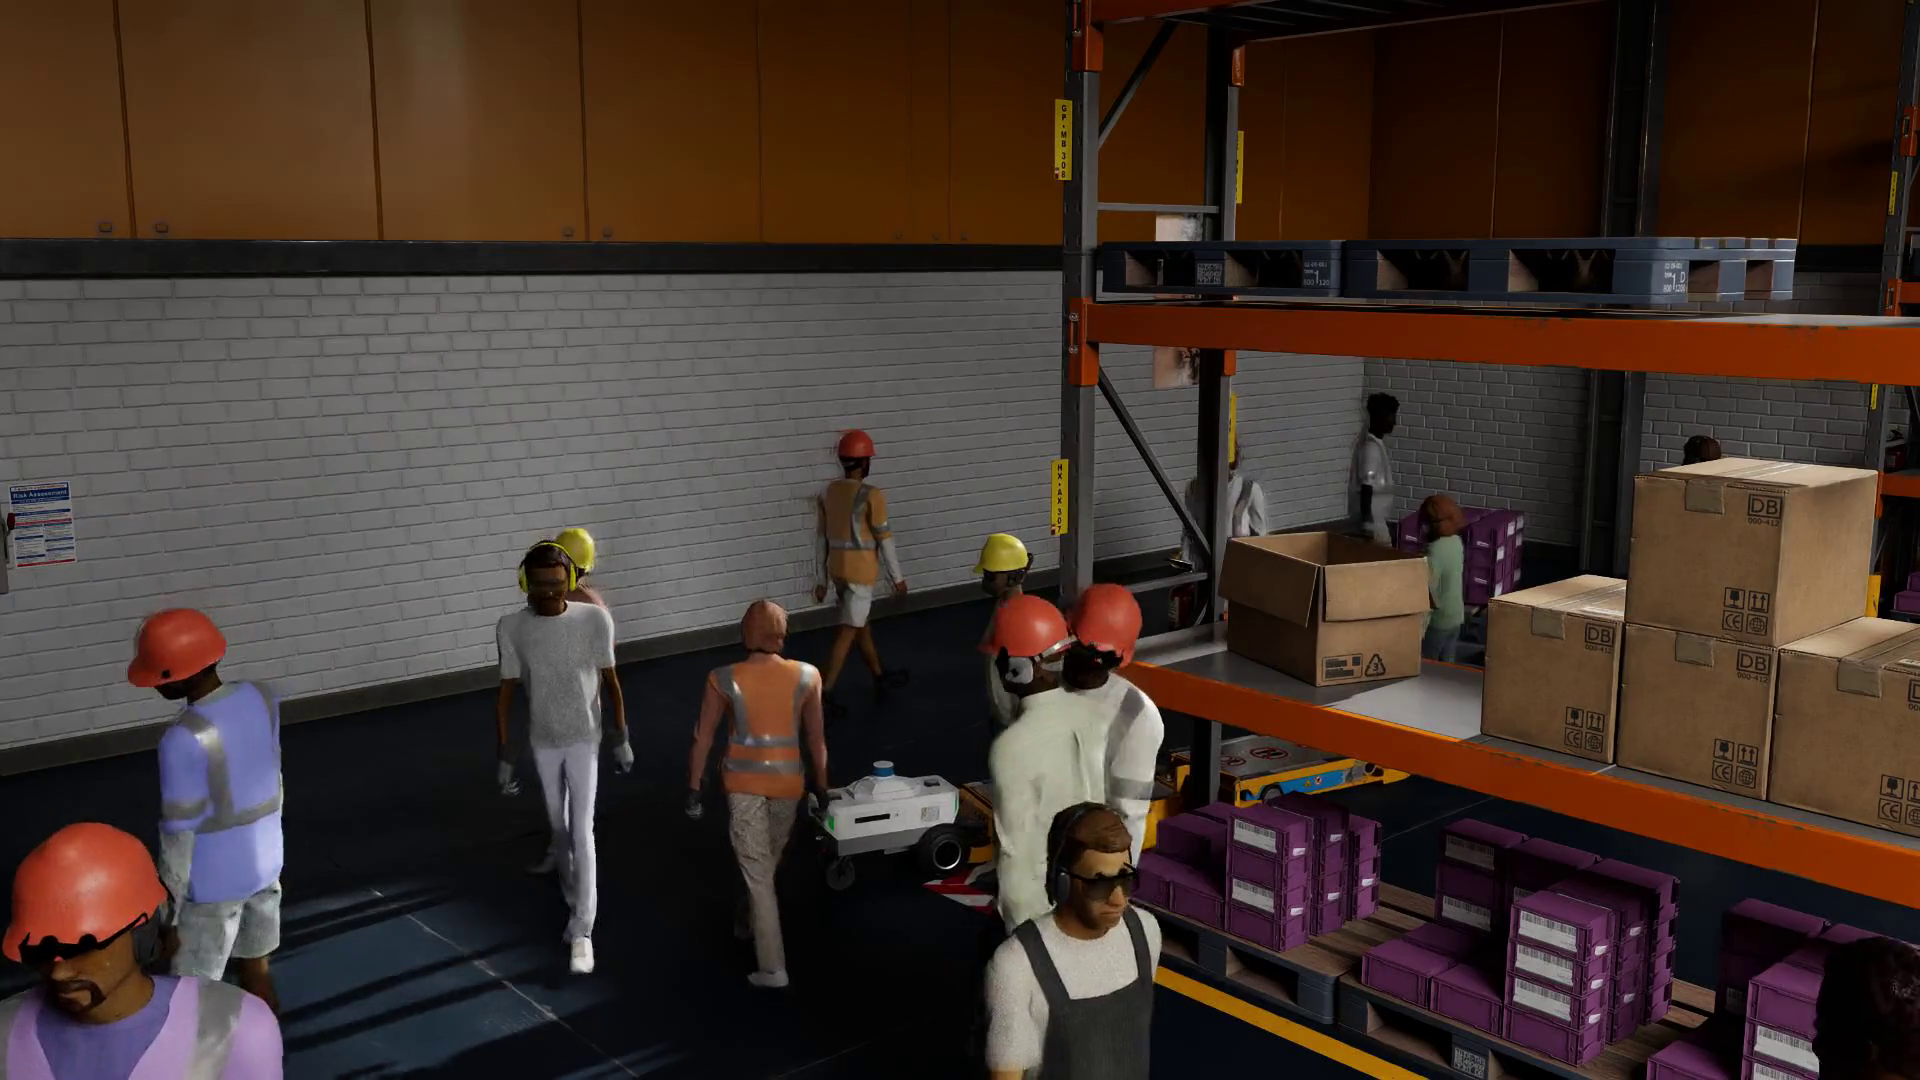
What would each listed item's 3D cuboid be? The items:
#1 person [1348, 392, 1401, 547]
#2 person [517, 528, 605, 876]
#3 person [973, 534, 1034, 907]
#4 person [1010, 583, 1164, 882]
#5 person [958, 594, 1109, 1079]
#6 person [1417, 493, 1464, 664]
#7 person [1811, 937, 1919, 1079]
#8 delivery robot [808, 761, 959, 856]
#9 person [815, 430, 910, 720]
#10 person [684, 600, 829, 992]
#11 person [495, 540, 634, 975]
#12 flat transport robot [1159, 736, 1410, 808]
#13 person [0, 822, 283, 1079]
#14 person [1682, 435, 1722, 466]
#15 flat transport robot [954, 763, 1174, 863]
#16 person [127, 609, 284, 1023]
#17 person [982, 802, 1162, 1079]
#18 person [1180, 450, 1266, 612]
[{"bbox_3d":[3.315,-0.205,13.319,0.408,1.953,0.645,3,10,15],"label":"person"},{"bbox_3d":[-1.977,0.788,8.173,0.551,1.719,0.387,8,12,38],"label":"person"},{"bbox_3d":[0.225,0.839,7.805,0.343,1.759,0.533,-2,10,-10],"label":"person"},{"bbox_3d":[0.359,1.089,5.685,0.706,1.975,0.594,7,12,34],"label":"person"},{"bbox_3d":[0.186,1.136,5.427,0.834,1.959,0.625,8,13,41],"label":"person"},{"bbox_3d":[2.902,0.514,10.081,0.295,1.625,0.620,7,12,36],"label":"person"},{"bbox_3d":[1.695,1.632,2.858,0.606,1.873,0.929,-6,11,-30],"label":"person"},{"bbox_3d":[-0.377,1.329,8.166,0.707,0.478,0.477,-4,11,-24],"label":"delivery robot"},{"bbox_3d":[-0.668,0.217,11.083,0.552,1.885,1.008,9,13,44],"label":"person"},{"bbox_3d":[-0.863,1.048,7.056,0.570,1.584,0.842,-4,10,-22],"label":"person"},{"bbox_3d":[-1.714,0.916,7.109,0.547,1.835,0.802,0,10,-3],"label":"person"},{"bbox_3d":[1.816,1.293,9.484,1.431,0.197,0.652,-6,11,-30],"label":"flat transport robot"},{"bbox_3d":[-1.637,1.507,3.227,0.624,1.985,1.024,0,10,-1],"label":"person"},{"bbox_3d":[4.942,0.218,11.186,0.624,1.845,0.430,-7,12,-36],"label":"person"},{"bbox_3d":[0.554,1.415,8.766,1.431,0.197,0.652,-4,10,-22],"label":"flat transport robot"},{"bbox_3d":[-2.462,1.146,5.623,0.410,1.894,0.606,3,10,15],"label":"person"},{"bbox_3d":[0.281,1.485,3.923,0.532,1.789,0.986,-6,11,-29],"label":"person"},{"bbox_3d":[1.786,0.198,11.333,0.586,1.824,0.982,8,12,38],"label":"person"}]
